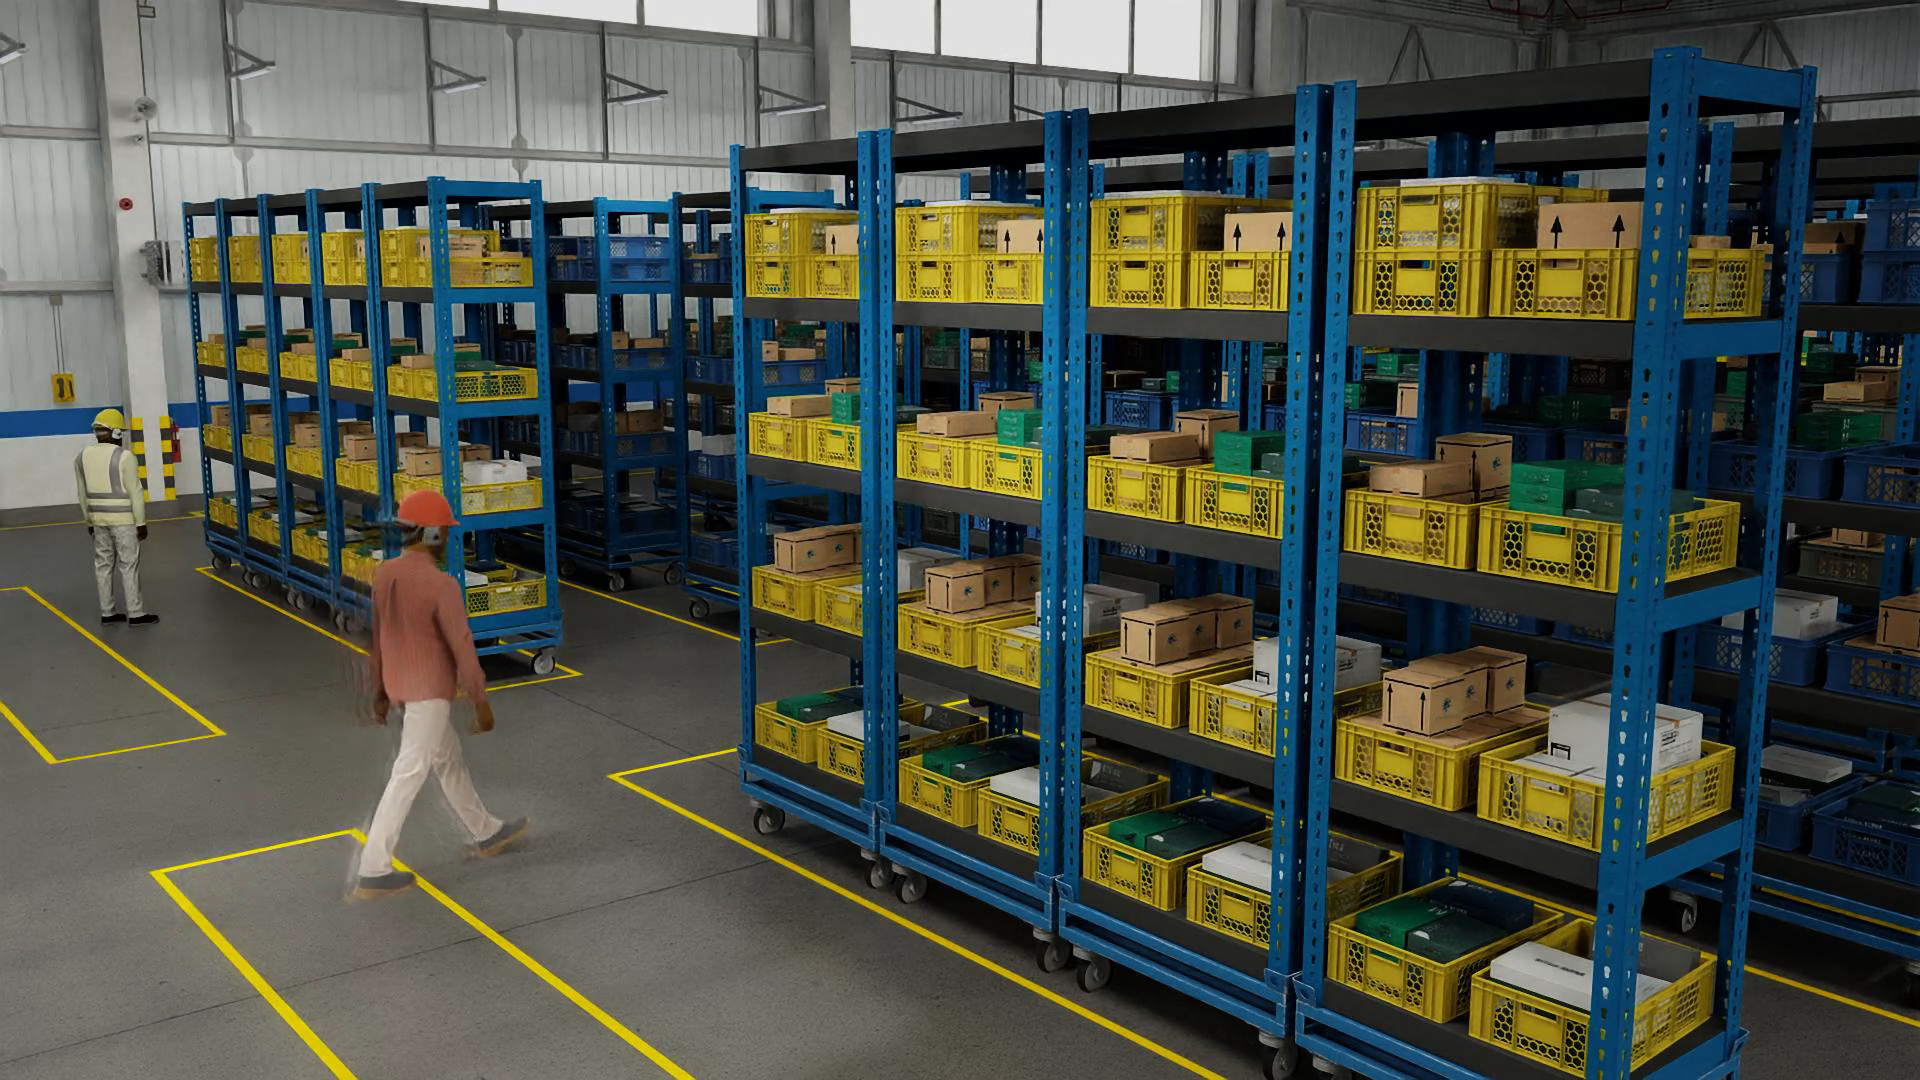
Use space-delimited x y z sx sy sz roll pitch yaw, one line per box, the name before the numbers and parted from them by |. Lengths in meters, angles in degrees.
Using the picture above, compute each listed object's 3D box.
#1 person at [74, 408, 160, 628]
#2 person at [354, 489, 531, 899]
person | -7.007 -0.178 13.821 0.588 1.828 0.403 2 10 14
person | -2.559 0.718 8.095 0.650 1.936 1.044 8 12 40
